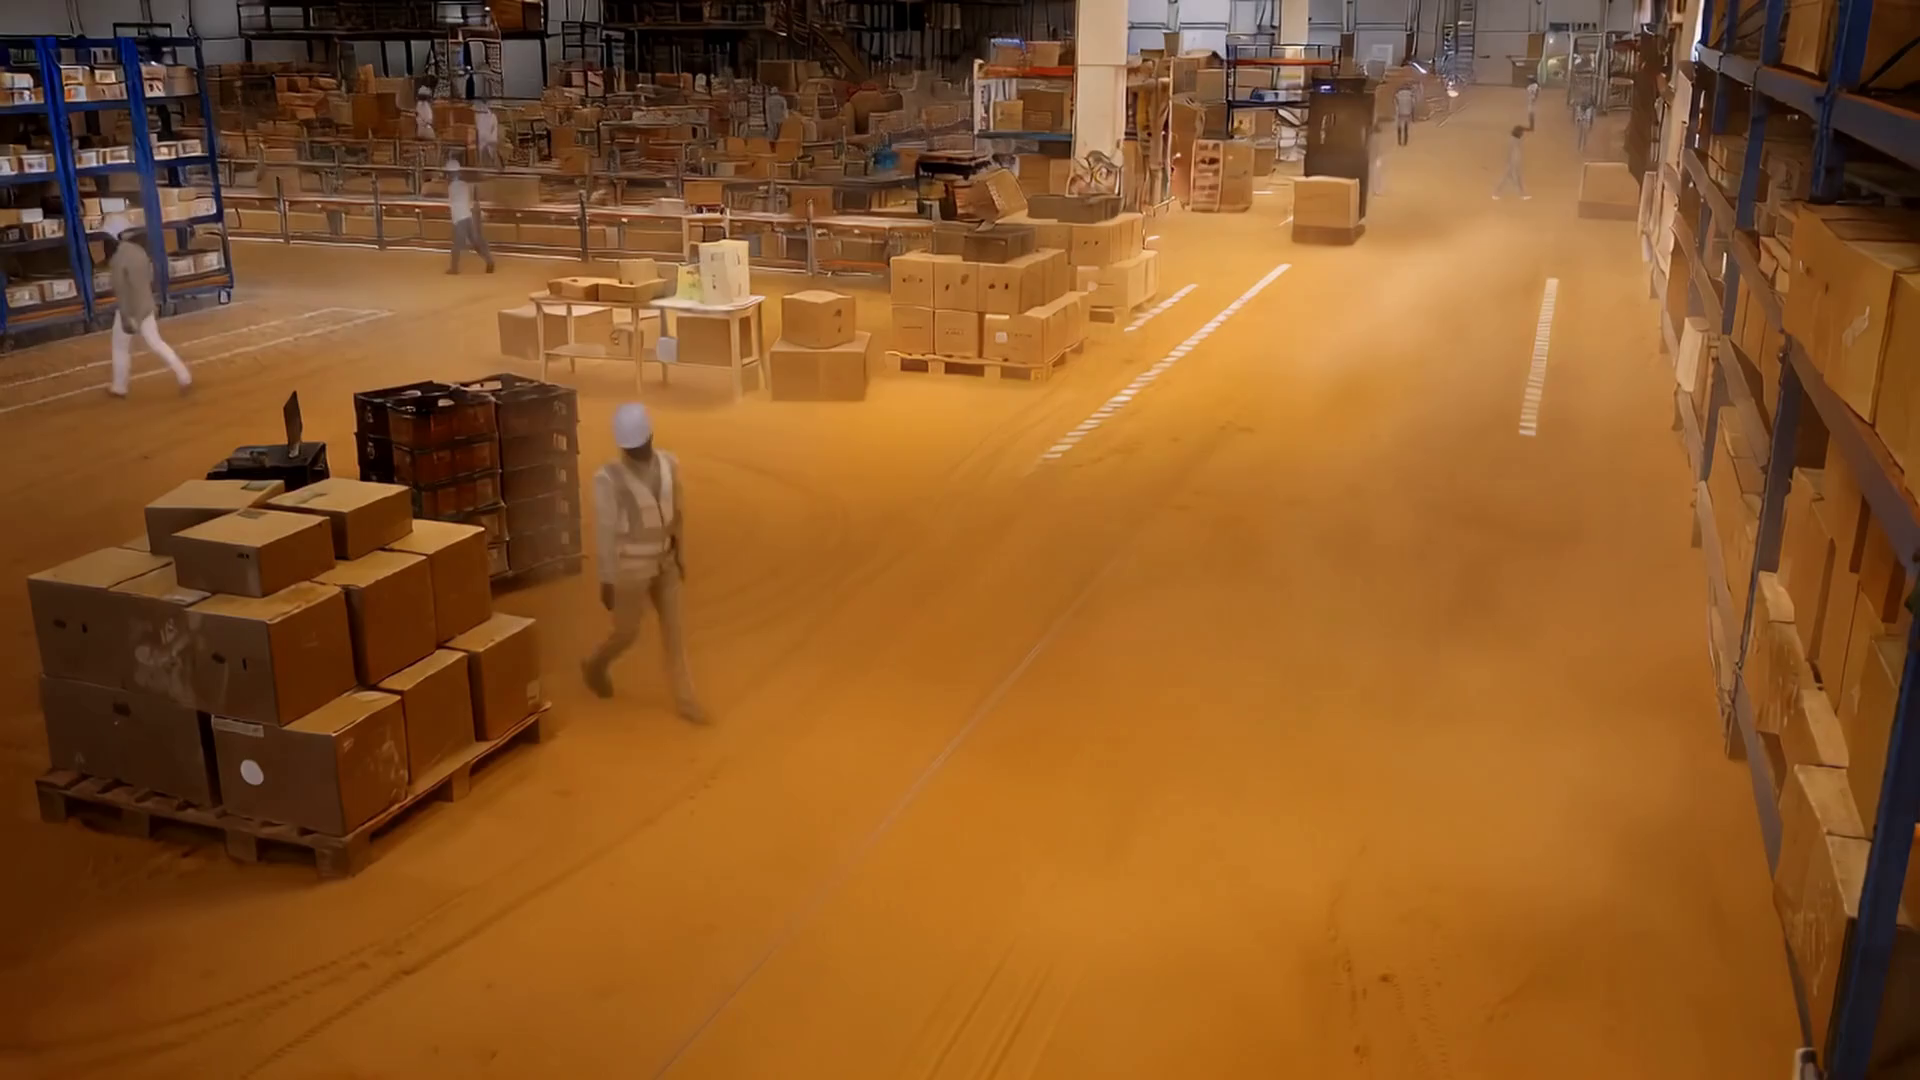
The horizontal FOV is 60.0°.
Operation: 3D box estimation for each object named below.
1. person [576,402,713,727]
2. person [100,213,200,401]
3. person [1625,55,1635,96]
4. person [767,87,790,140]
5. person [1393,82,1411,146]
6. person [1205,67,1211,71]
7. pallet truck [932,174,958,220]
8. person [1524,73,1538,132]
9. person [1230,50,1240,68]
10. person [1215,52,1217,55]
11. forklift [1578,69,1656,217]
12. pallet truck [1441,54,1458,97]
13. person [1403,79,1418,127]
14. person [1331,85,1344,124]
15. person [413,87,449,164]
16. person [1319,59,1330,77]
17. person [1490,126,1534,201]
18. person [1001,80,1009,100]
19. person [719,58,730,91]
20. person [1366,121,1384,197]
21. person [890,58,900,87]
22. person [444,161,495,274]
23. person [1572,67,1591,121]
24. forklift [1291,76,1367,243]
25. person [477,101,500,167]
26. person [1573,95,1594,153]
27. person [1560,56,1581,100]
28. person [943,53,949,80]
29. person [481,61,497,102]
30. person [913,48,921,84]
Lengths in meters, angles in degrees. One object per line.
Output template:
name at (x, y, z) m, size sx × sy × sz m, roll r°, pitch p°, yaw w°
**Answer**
person at (-1.849, 0.115, 9.393) m, size 0.862 × 1.904 × 0.632 m, roll 13°, pitch 22°, yaw 34°
person at (-8.479, -2.396, 17.204) m, size 0.998 × 1.955 × 0.640 m, roll 2°, pitch 18°, yaw 6°
person at (31.993, -22.141, 79.261) m, size 0.373 × 1.935 × 0.627 m, roll 12°, pitch 21°, yaw 33°
person at (-5.364, -12.421, 48.983) m, size 0.591 × 1.779 × 0.977 m, roll 5°, pitch 18°, yaw 15°
person at (13.331, -12.839, 50.121) m, size 0.581 × 1.879 × 0.911 m, roll 1°, pitch 18°, yaw 3°
person at (9.198, -16.710, 62.241) m, size 0.555 × 1.911 × 0.848 m, roll 15°, pitch 23°, yaw 40°
pallet truck at (-0.507, -5.292, 27.348) m, size 0.653 × 1.274 × 1.630 m, roll 6°, pitch 19°, yaw 19°
person at (19.215, -14.733, 56.003) m, size 0.388 × 1.929 × 0.540 m, roll 15°, pitch 23°, yaw 39°
person at (15.007, -25.743, 90.614) m, size 0.656 × 1.919 × 0.419 m, roll -8°, pitch 19°, yaw -24°
person at (13.473, -24.857, 87.910) m, size 0.512 × 1.864 × 0.325 m, roll -8°, pitch 19°, yaw -24°
forklift at (13.219, -7.740, 32.475) m, size 1.873 × 2.768 × 1.129 m, roll 6°, pitch 19°, yaw 18°
pallet truck at (22.765, -21.886, 78.355) m, size 0.823 × 1.965 × 1.885 m, roll -4°, pitch 18°, yaw -14°
person at (15.739, -15.256, 58.105) m, size 0.514 × 1.639 × 0.310 m, roll -8°, pitch 19°, yaw -23°
person at (11.926, -13.576, 52.618) m, size 0.315 × 1.770 × 0.524 m, roll -11°, pitch 21°, yaw -31°
person at (-14.085, -10.946, 43.992) m, size 1.077 × 1.985 × 0.630 m, roll 2°, pitch 18°, yaw 7°
person at (18.696, -24.078, 85.367) m, size 0.587 × 1.922 × 0.383 m, roll -1°, pitch 18°, yaw -3°
person at (11.839, -8.043, 35.534) m, size 0.899 × 1.581 × 0.504 m, roll 10°, pitch 20°, yaw 29°
person at (1.718, -18.095, 66.666) m, size 0.521 × 1.864 × 0.335 m, roll 2°, pitch 18°, yaw 7°
person at (-10.526, -20.512, 74.189) m, size 0.456 × 1.903 × 0.616 m, roll 14°, pitch 22°, yaw 37°
person at (8.999, -8.312, 36.332) m, size 0.586 × 1.614 × 0.512 m, roll 12°, pitch 21°, yaw 33°
person at (-3.192, -22.912, 82.056) m, size 0.492 × 1.726 × 0.764 m, roll -1°, pitch 18°, yaw -3°
person at (-7.583, -4.931, 25.496) m, size 0.811 × 1.741 × 0.514 m, roll 7°, pitch 19°, yaw 22°
person at (22.884, -16.418, 61.245) m, size 0.608 × 1.960 × 0.371 m, roll 5°, pitch 18°, yaw 15°
forklift at (6.598, -6.755, 29.381) m, size 1.129 × 2.768 × 1.873 m, roll 6°, pitch 19°, yaw 19°
person at (-11.394, -9.600, 40.005) m, size 0.641 × 1.842 × 1.029 m, roll 8°, pitch 19°, yaw 24°
person at (17.793, -11.883, 47.542) m, size 0.539 × 1.606 × 0.741 m, roll 8°, pitch 19°, yaw 23°
person at (27.882, -20.936, 75.302) m, size 1.046 × 2.000 × 0.680 m, roll 14°, pitch 22°, yaw 37°
person at (-0.739, -24.739, 87.568) m, size 0.363 × 1.856 × 0.638 m, roll 0°, pitch 18°, yaw 1°
person at (-20.898, -20.297, 73.675) m, size 0.927 × 1.802 × 0.542 m, roll 5°, pitch 18°, yaw 14°
person at (-2.385, -26.182, 91.950) m, size 0.543 × 1.939 × 0.371 m, roll 14°, pitch 23°, yaw 38°
